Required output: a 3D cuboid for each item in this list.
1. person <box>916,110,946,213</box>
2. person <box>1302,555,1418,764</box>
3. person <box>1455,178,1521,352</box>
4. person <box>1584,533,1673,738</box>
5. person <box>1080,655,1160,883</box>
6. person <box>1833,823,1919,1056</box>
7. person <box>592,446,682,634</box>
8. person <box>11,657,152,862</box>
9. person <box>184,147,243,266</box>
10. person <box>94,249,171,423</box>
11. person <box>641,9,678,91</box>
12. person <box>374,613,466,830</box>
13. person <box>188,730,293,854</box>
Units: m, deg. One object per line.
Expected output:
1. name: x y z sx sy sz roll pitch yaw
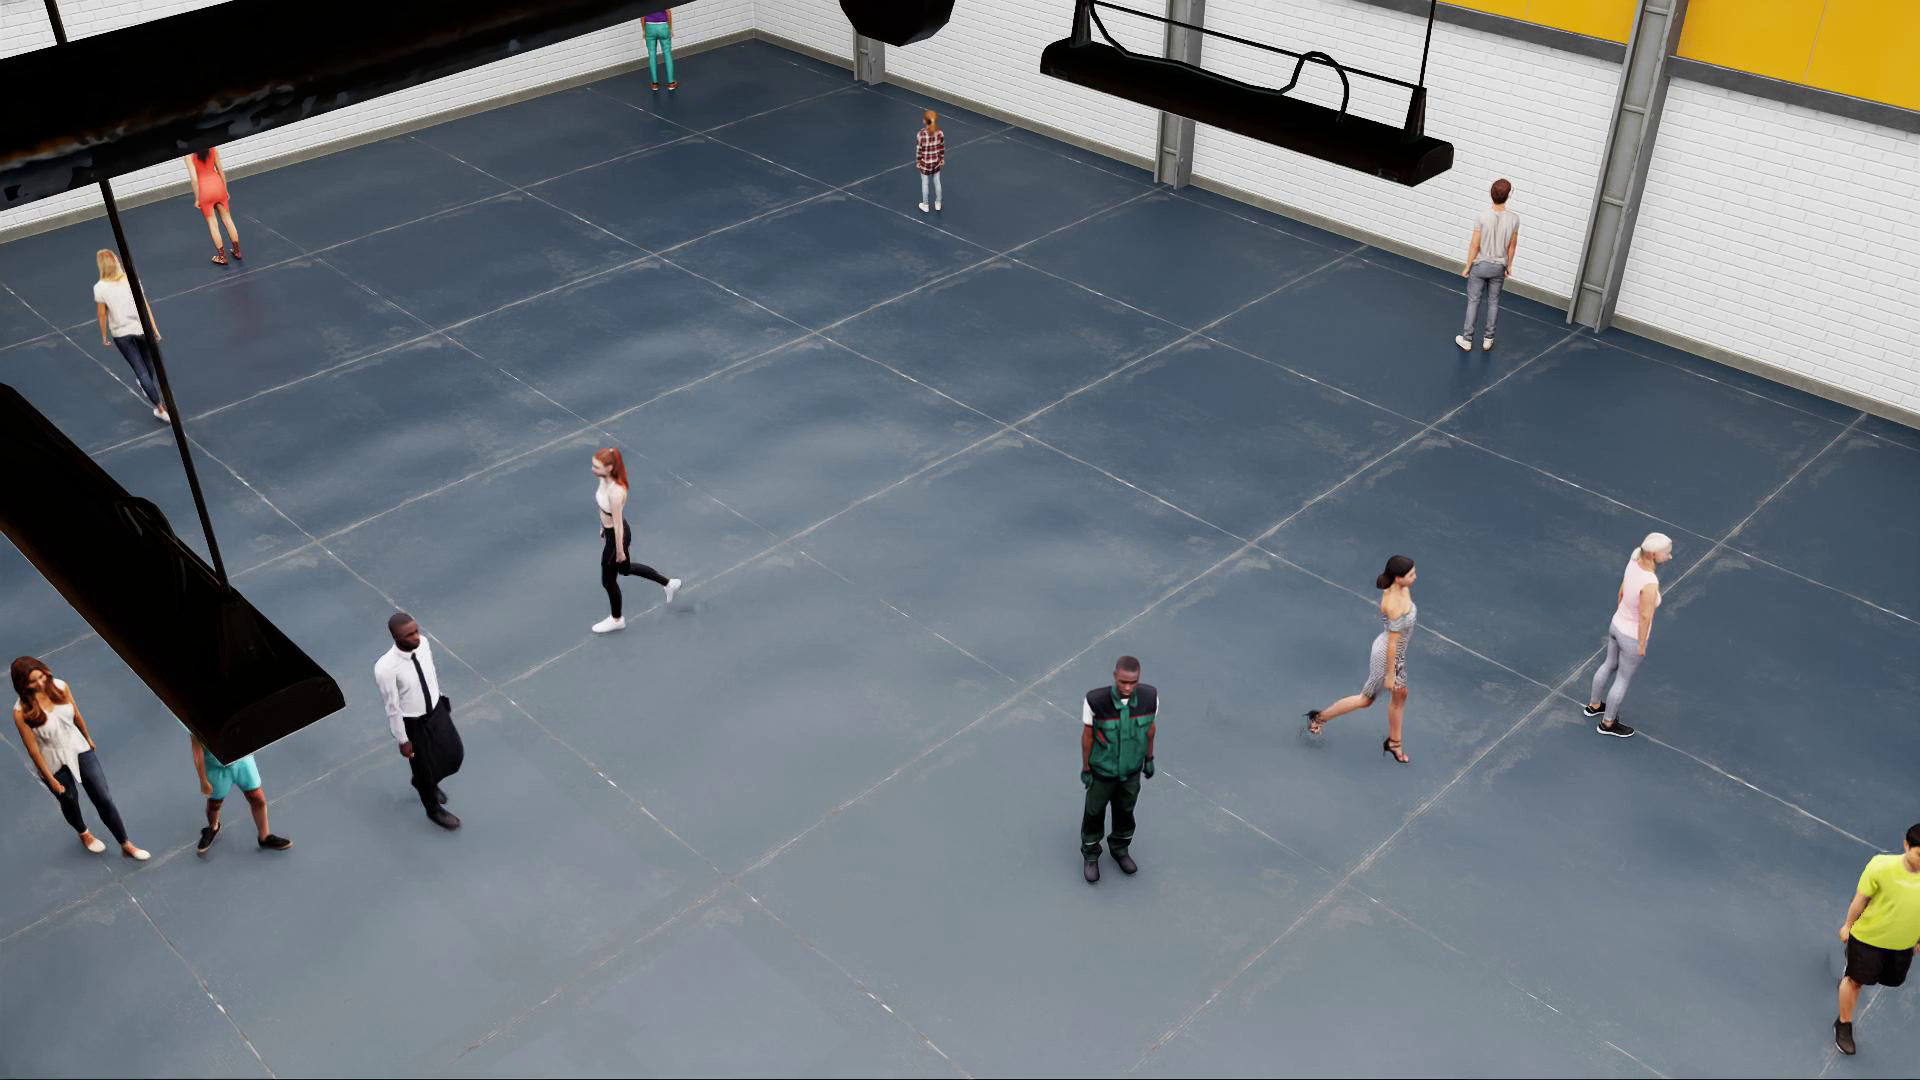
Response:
1. person: -0.376 -4.825 21.145 0.618 1.306 0.643 -10 35 -15
2. person: 3.010 0.877 12.127 1.149 1.792 0.894 12 35 18
3. person: 5.643 -2.928 17.760 0.720 1.893 0.785 0 34 0
4. person: 5.020 0.686 12.478 0.694 1.722 0.619 -3 34 -4
5. person: 1.044 1.495 11.155 0.788 1.839 0.800 -7 34 -11
6. person: 5.573 2.307 10.067 0.982 1.691 0.991 5 34 8
7. person: -2.711 -0.024 13.547 0.945 1.722 1.042 -11 35 -16
8. person: -6.132 1.463 11.276 0.952 1.758 0.749 19 38 26
9. person: -8.862 -4.101 19.681 0.550 1.722 0.609 24 41 32
10. person: -8.142 -1.982 16.449 0.636 1.770 1.067 -27 42 -34
11. person: -4.554 -7.672 25.011 0.713 1.768 0.750 -4 34 -6
12. person: -3.822 1.224 11.572 0.814 1.828 0.751 19 38 26
13. person: -5.075 1.527 11.383 0.894 1.534 0.708 25 41 32
